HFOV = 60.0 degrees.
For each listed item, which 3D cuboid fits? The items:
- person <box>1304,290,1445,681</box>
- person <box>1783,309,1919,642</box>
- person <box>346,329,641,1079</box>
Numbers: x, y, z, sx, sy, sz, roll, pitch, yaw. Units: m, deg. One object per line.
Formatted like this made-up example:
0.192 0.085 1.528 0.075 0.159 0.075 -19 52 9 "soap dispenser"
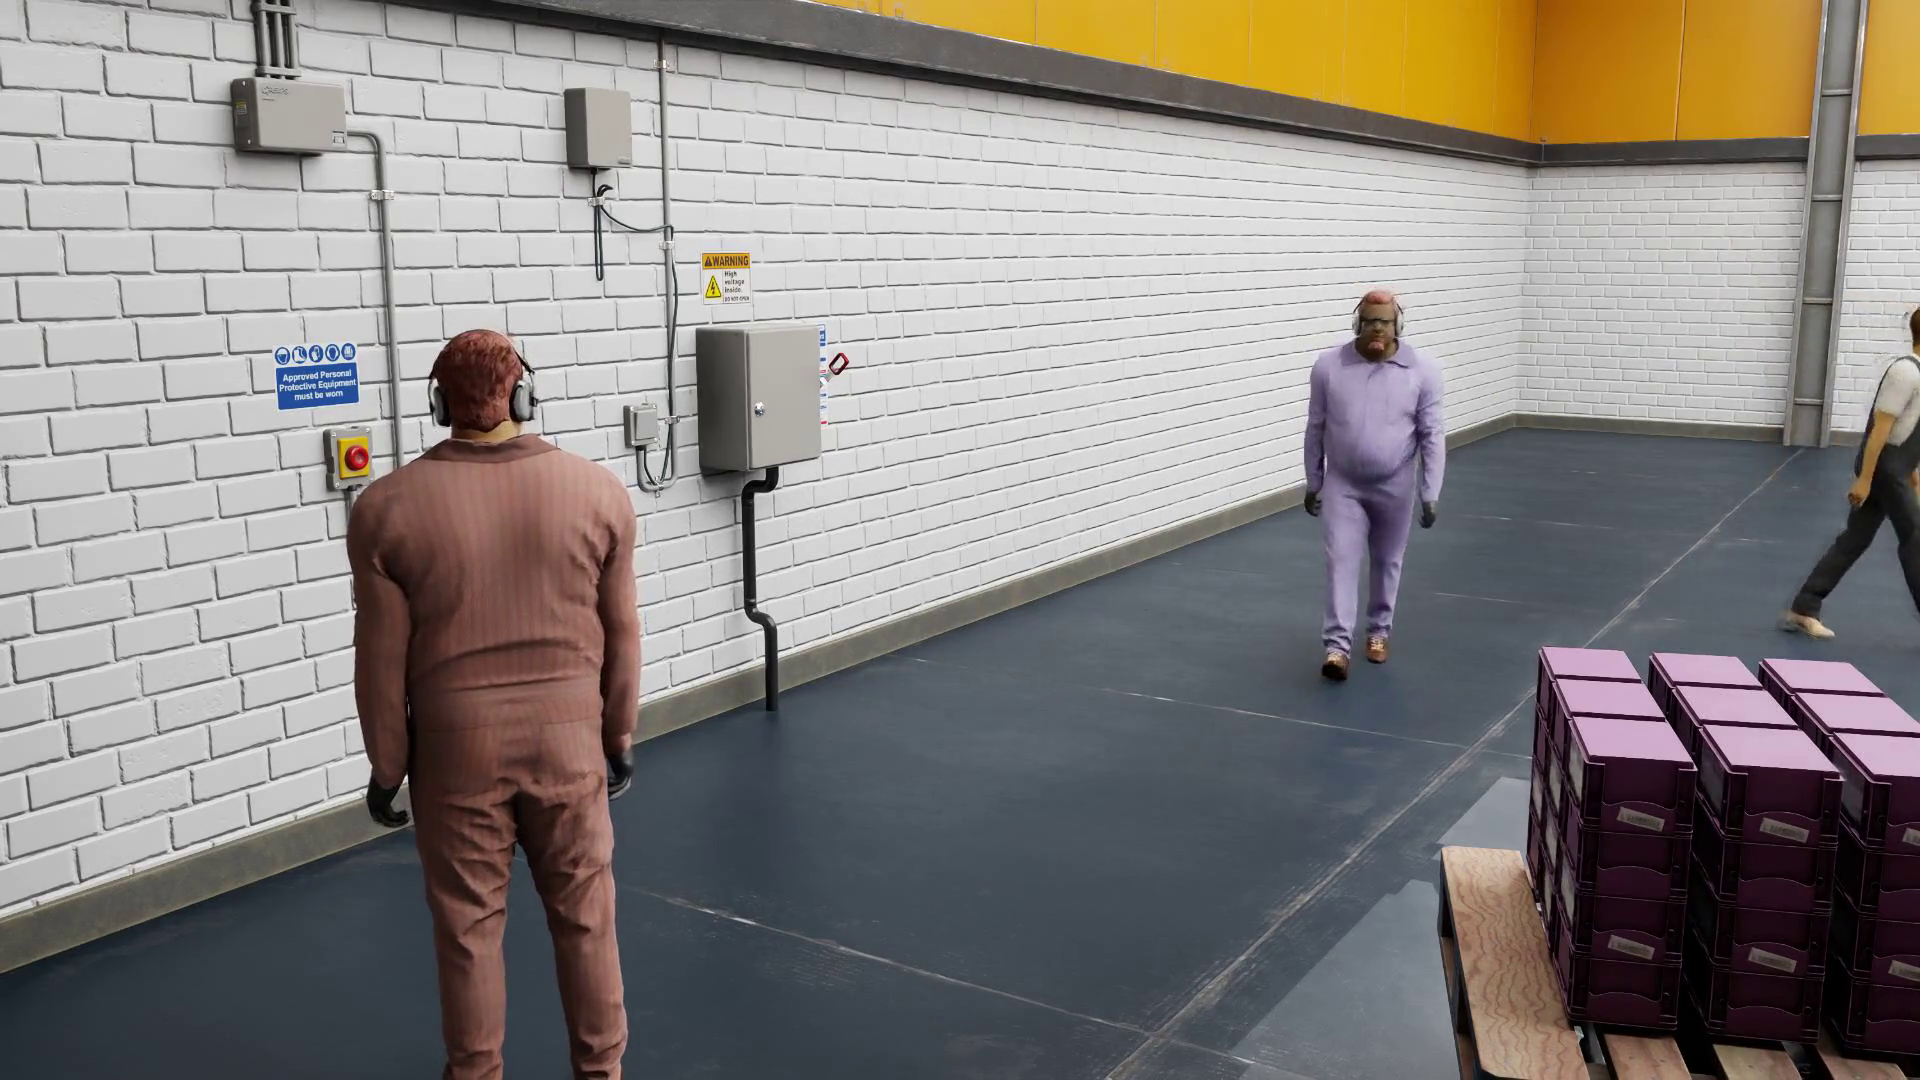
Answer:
1.978 -0.256 7.997 0.670 1.852 0.993 3 11 16 "person"
4.810 -0.317 8.575 0.954 1.773 0.578 6 12 29 "person"
-1.062 0.468 3.868 0.643 1.902 0.400 -4 11 -23 "person"
